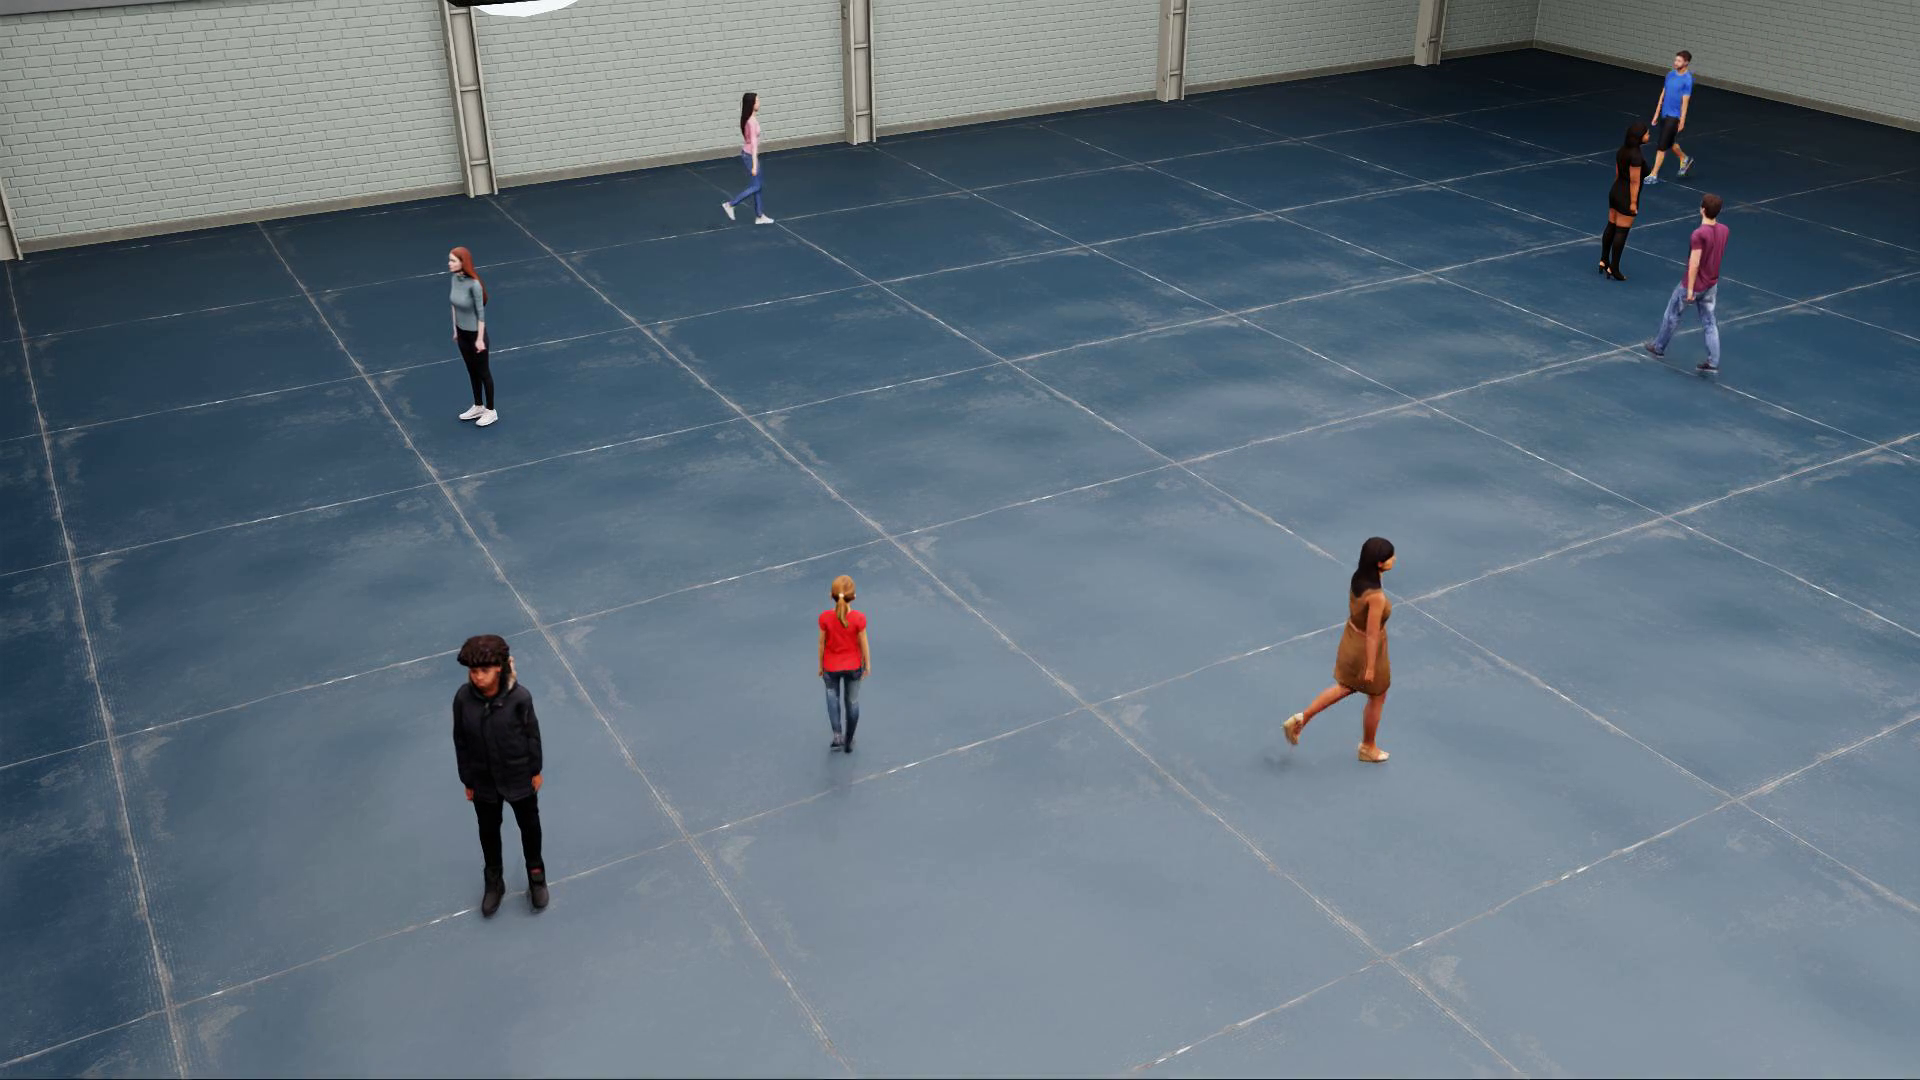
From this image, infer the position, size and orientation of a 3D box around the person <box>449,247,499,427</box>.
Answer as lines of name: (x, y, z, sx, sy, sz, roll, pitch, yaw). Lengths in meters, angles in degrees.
person: (-4.647, -1.945, 15.833, 0.648, 1.742, 0.641, 22, 34, 36)

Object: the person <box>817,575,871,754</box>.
person: (-0.772, 0.855, 10.881, 0.589, 1.297, 0.659, 0, 27, 0)

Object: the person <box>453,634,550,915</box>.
person: (-2.612, 1.309, 9.475, 0.638, 1.778, 0.765, -4, 28, -8)

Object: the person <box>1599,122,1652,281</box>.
person: (7.903, -4.039, 19.777, 0.757, 1.855, 0.743, -1, 27, -2)

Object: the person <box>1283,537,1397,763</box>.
person: (2.517, 0.738, 10.706, 1.040, 1.666, 0.815, -2, 27, -5)

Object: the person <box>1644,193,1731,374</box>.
person: (7.620, -2.577, 16.987, 1.161, 1.809, 0.863, -10, 29, -18)

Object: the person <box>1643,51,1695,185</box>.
person: (10.159, -5.986, 23.576, 1.238, 1.838, 0.797, -8, 28, -15)

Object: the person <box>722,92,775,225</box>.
person: (-2.793, -4.964, 21.710, 0.972, 1.730, 0.766, -5, 28, -9)
